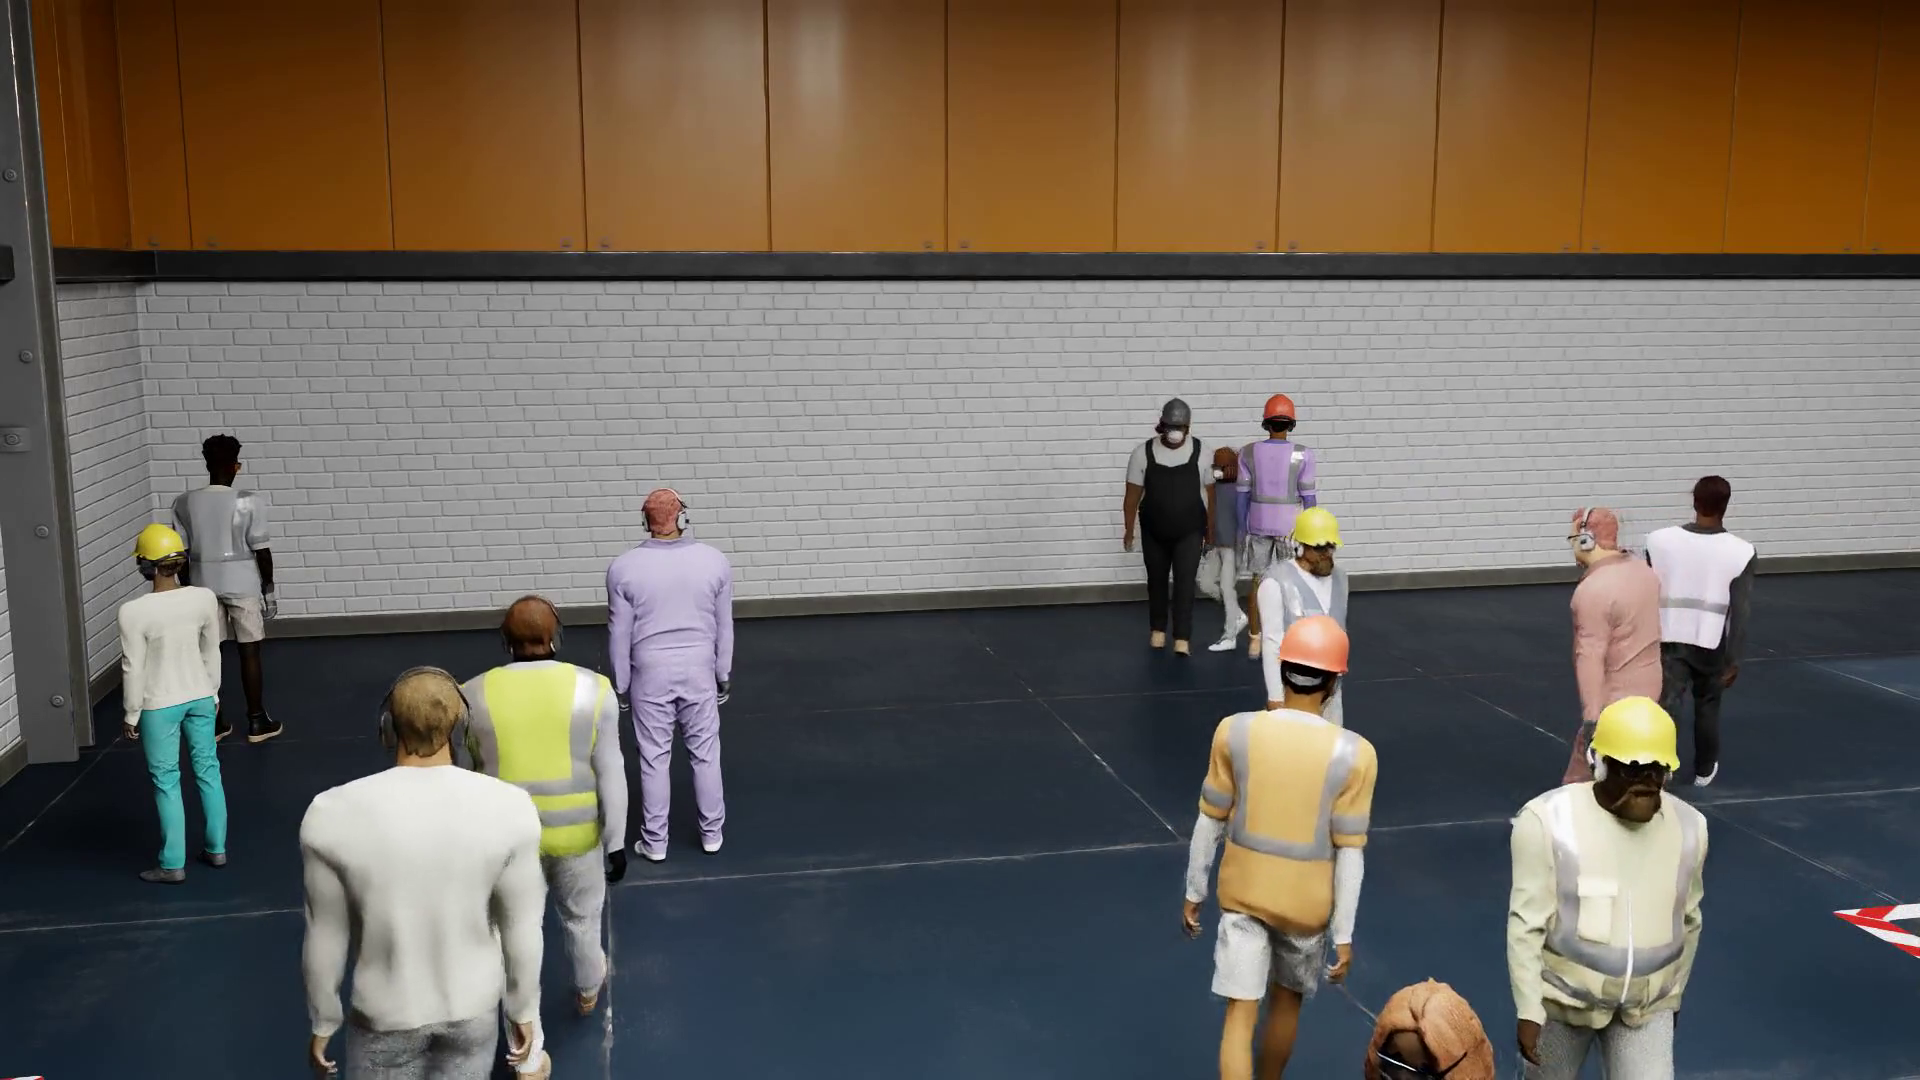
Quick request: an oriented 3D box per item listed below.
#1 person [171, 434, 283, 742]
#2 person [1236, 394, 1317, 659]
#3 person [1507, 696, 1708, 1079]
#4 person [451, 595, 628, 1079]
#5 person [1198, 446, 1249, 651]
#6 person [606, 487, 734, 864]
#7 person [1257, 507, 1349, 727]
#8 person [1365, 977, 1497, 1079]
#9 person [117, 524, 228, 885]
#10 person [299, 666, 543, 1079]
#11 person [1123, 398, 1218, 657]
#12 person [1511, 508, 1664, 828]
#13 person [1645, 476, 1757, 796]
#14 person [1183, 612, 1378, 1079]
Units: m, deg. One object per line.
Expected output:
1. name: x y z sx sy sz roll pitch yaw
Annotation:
1. person: -4.635 0.307 10.528 0.614 1.963 0.362 0 9 0
2. person: 2.417 -0.092 12.713 0.614 2.046 0.362 4 10 24
3. person: 1.899 1.310 4.968 0.594 1.794 0.909 1 9 3
4. person: -1.582 1.087 6.312 0.648 1.786 0.959 -2 9 -9
5. person: 2.095 0.066 13.037 0.393 1.615 0.545 -4 10 -23
6. person: -1.468 0.683 8.435 0.642 1.905 0.399 -4 10 -21
7. person: 1.733 0.705 8.613 0.609 1.809 0.677 -5 11 -30
8. person: 0.912 1.652 3.346 0.501 1.633 0.289 3 10 19
9. person: -3.856 0.797 8.145 0.305 1.772 0.527 5 11 29
10. person: -1.450 1.309 4.560 0.644 1.922 0.616 -4 10 -21
11. person: 1.610 -0.109 12.842 0.713 2.000 0.965 2 10 13
12. person: 3.176 0.762 8.222 1.055 1.814 0.658 9 13 43
13. person: 4.125 0.561 9.351 0.590 1.853 1.054 5 11 30
14. person: 1.012 1.192 5.402 0.608 1.891 0.929 4 10 21
